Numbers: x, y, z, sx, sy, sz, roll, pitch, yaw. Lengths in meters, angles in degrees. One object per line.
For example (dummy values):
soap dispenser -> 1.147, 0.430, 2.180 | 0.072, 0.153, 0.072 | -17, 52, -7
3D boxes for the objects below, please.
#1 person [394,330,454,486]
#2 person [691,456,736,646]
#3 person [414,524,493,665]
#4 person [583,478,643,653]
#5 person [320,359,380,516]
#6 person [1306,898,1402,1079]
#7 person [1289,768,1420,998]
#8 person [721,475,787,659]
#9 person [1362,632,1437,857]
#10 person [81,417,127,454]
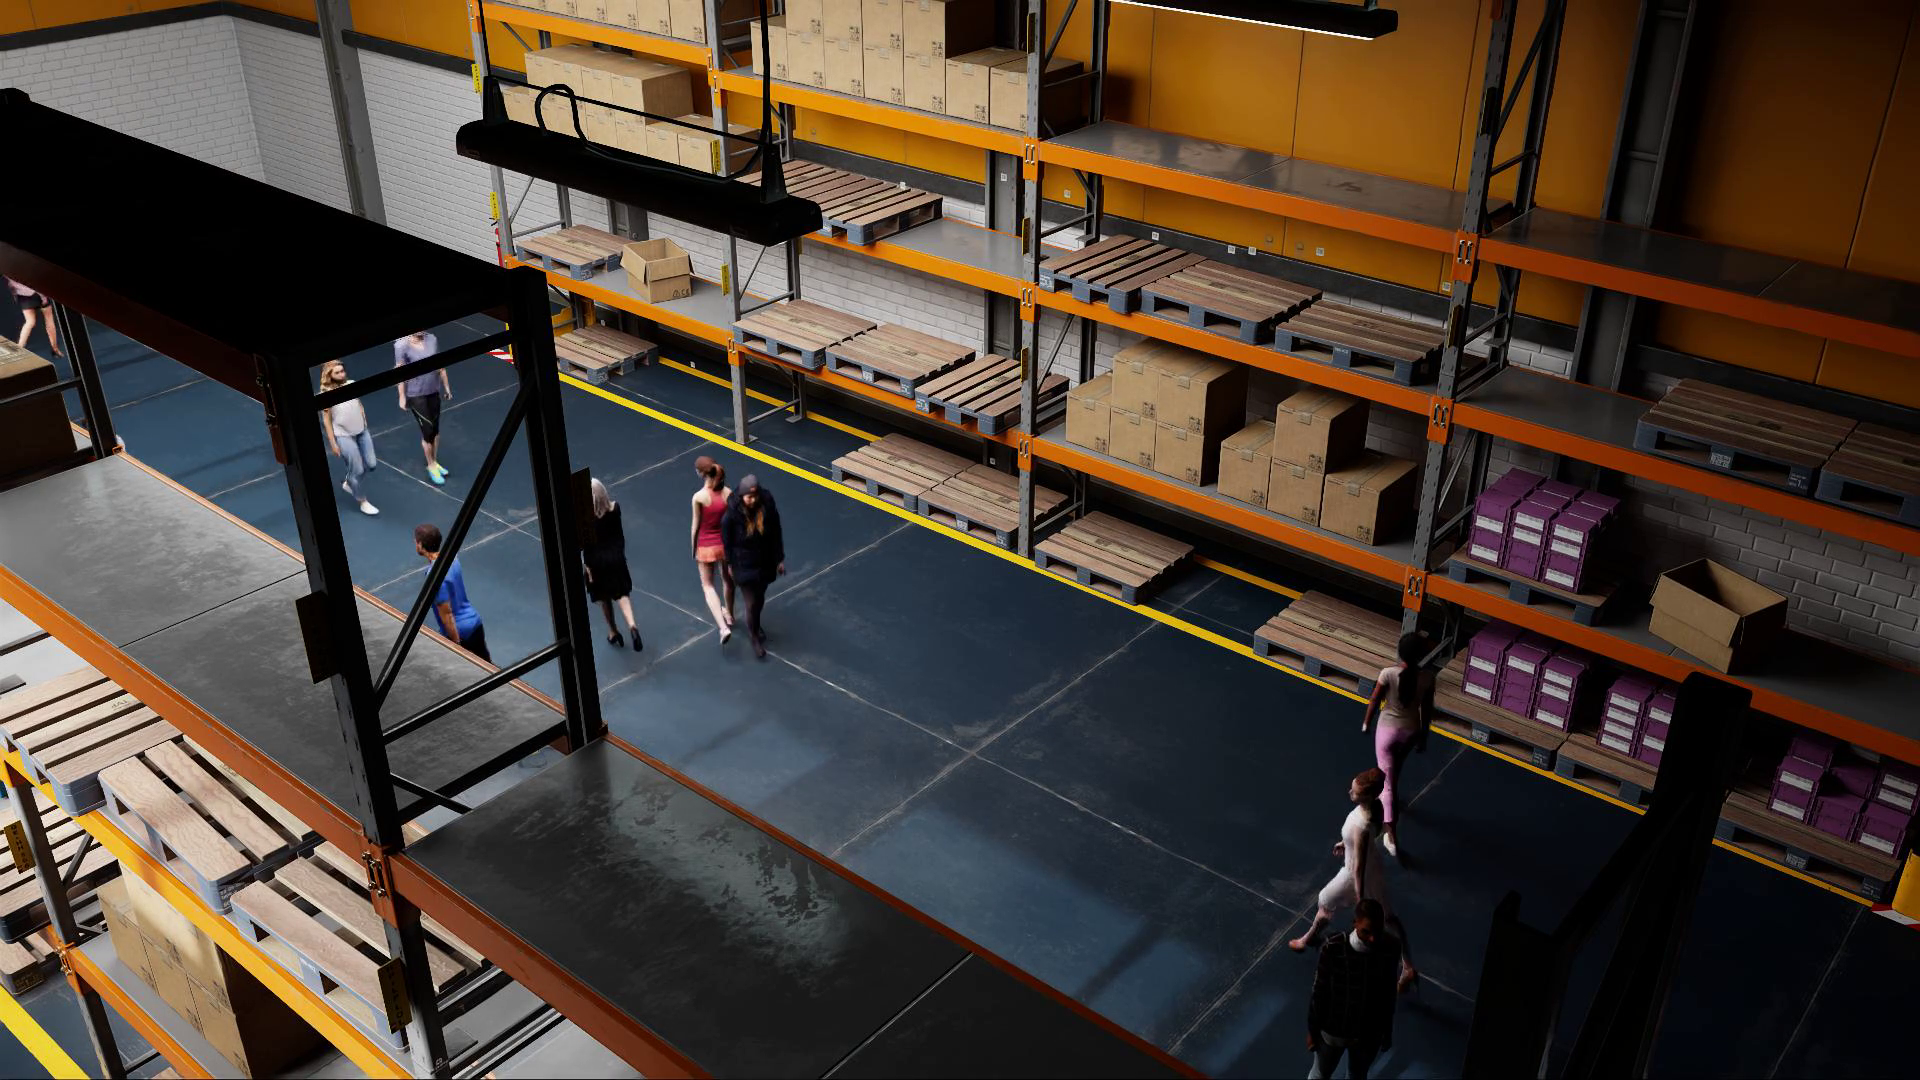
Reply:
person -> -5.661, -1.530, 17.388 | 0.726, 1.873, 0.697 | 20, 35, 32
person -> -2.118, 0.107, 14.537 | 0.825, 1.728, 1.071 | -13, 31, -22
person -> -3.910, 0.747, 13.270 | 1.201, 1.818, 1.013 | 1, 29, 2
person -> -2.988, 0.266, 14.249 | 0.722, 1.725, 0.946 | -20, 35, -32
person -> -6.177, -1.042, 16.664 | 0.743, 1.708, 0.690 | 16, 32, 27
person -> 2.240, 2.765, 9.567 | 0.729, 1.821, 0.794 | -2, 29, -3
person -> 2.672, 2.215, 10.668 | 1.153, 1.732, 0.651 | 19, 34, 31
person -> -1.826, 0.153, 14.532 | 0.852, 1.652, 0.959 | -14, 32, -24
person -> 3.178, 1.484, 12.052 | 1.161, 1.691, 1.134 | 1, 29, 1
person -> -7.794, -0.431, 15.624 | 1.005, 1.633, 0.902 | 1, 29, 2
